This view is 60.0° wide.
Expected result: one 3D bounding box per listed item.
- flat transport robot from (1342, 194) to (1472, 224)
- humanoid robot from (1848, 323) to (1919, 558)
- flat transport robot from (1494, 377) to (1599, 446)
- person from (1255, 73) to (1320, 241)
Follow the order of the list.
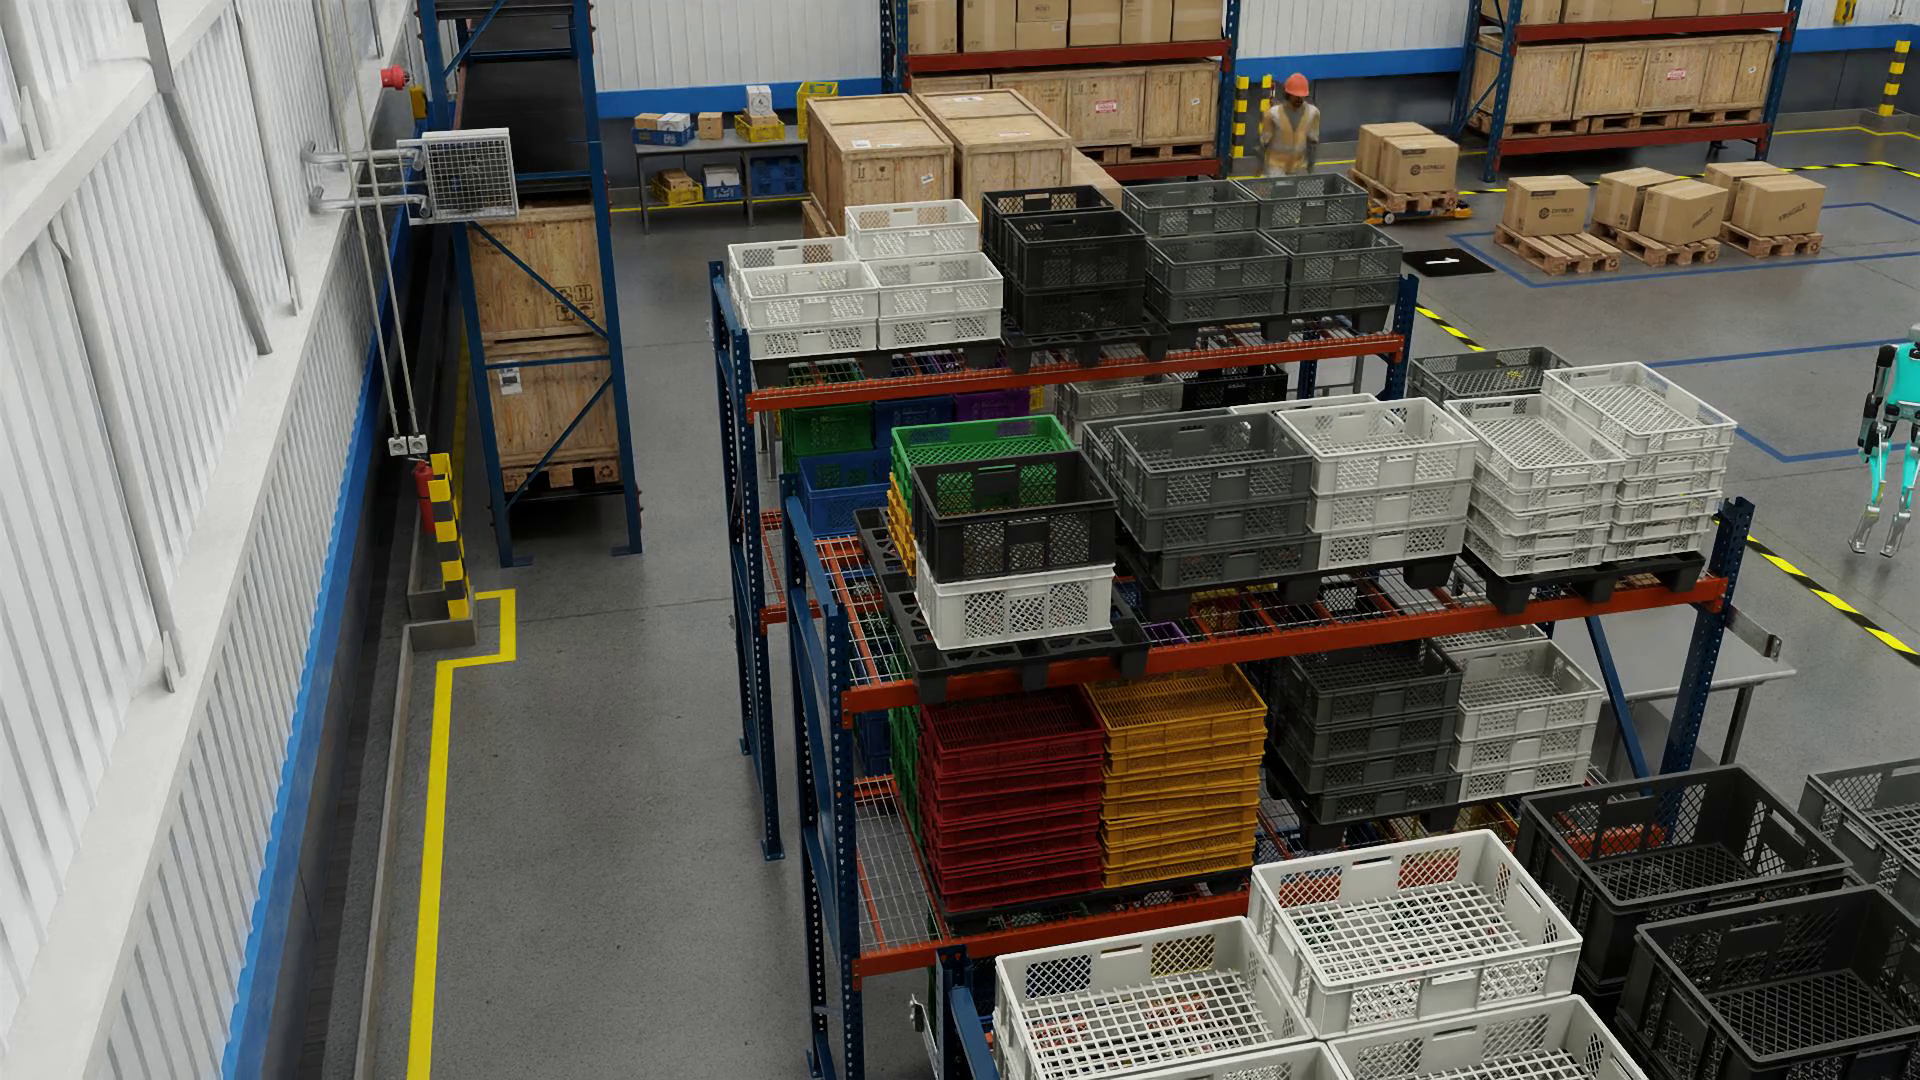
[{"bbox_3d":[5.179,-3.919,19.452,1.431,0.197,0.652,-6,28,-12],"label":"flat transport robot"},{"bbox_3d":[6.519,-0.634,11.536,0.533,1.672,0.735,13,30,23],"label":"humanoid robot"},{"bbox_3d":[4.780,-1.036,14.013,0.659,0.231,1.431,-6,28,-12],"label":"flat transport robot"},{"bbox_3d":[3.509,-4.045,17.900,0.612,1.983,1.031,-6,28,-11],"label":"person"}]
